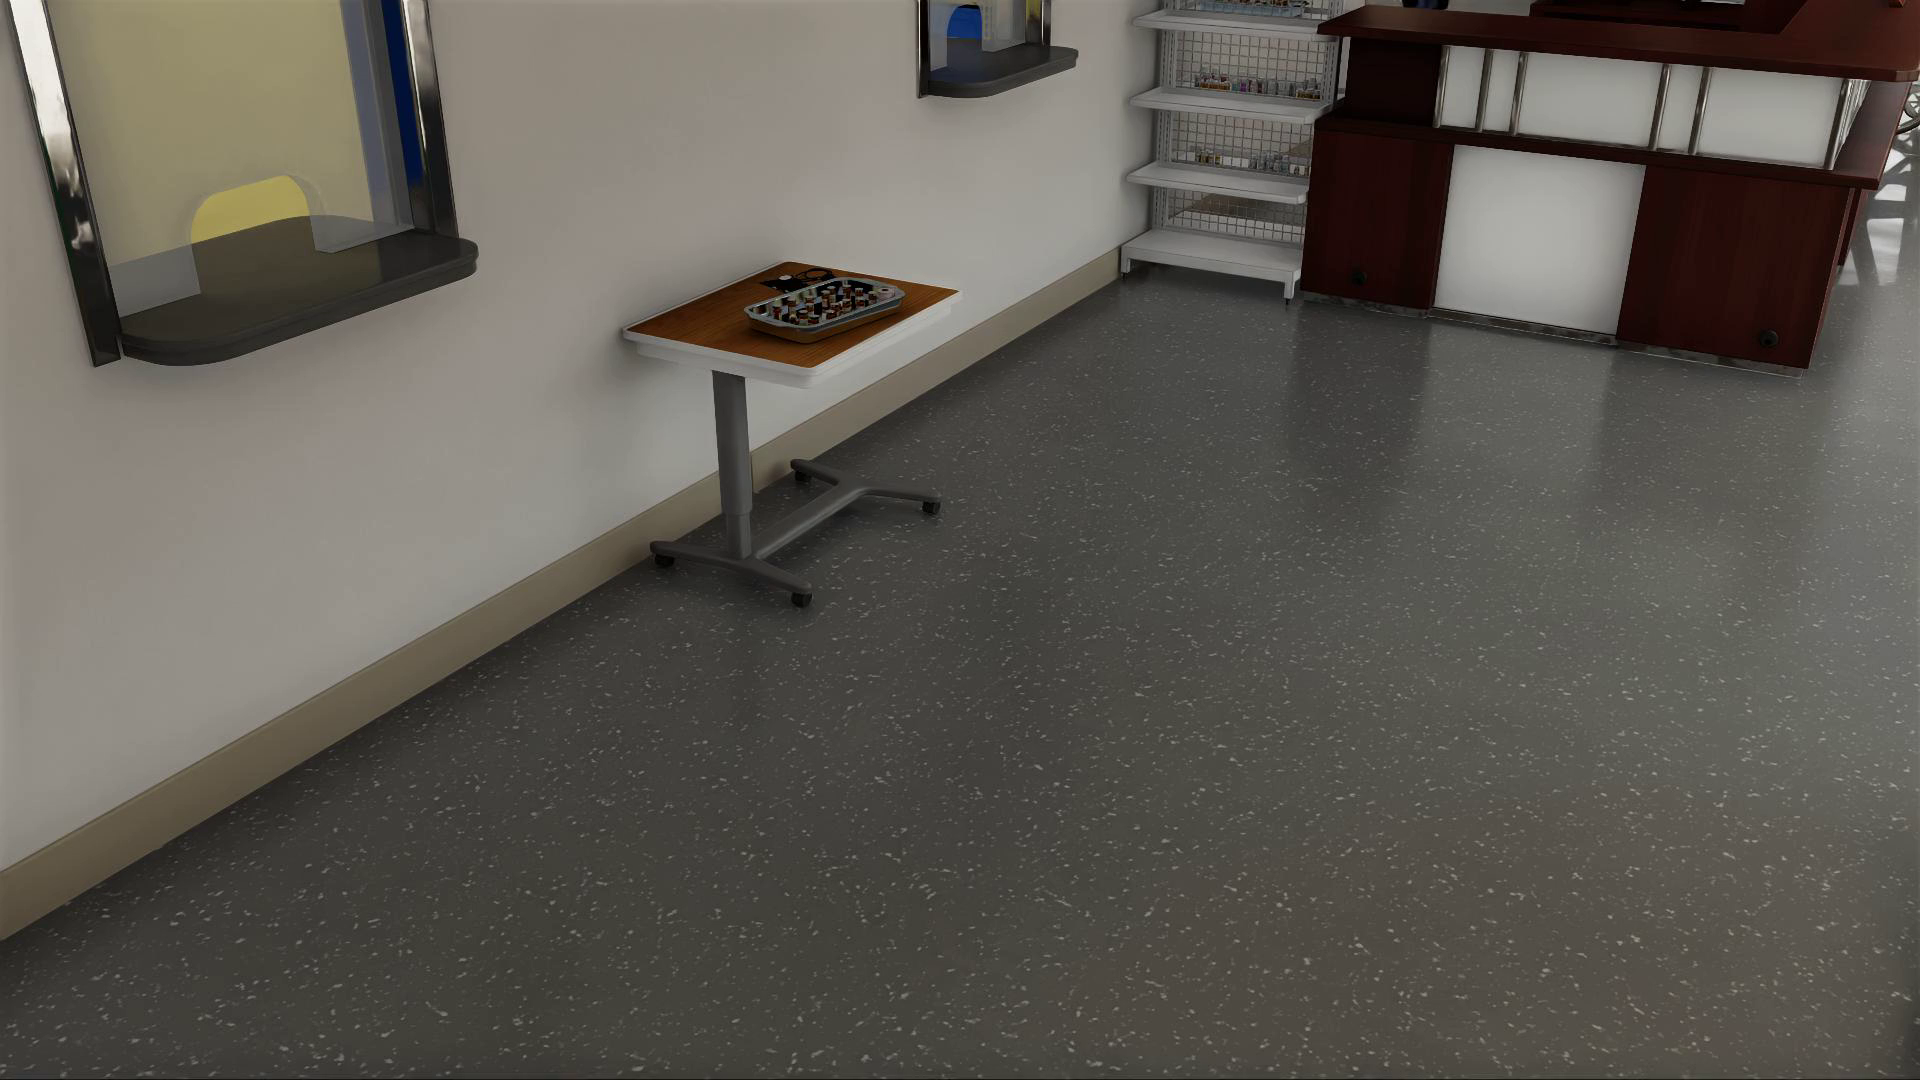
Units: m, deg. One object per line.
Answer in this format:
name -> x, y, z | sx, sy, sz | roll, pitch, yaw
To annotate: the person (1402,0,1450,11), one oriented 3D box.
person -> 3.600, -4.316, 12.775 | 1.142, 1.643, 0.959 | 4, 26, 9
